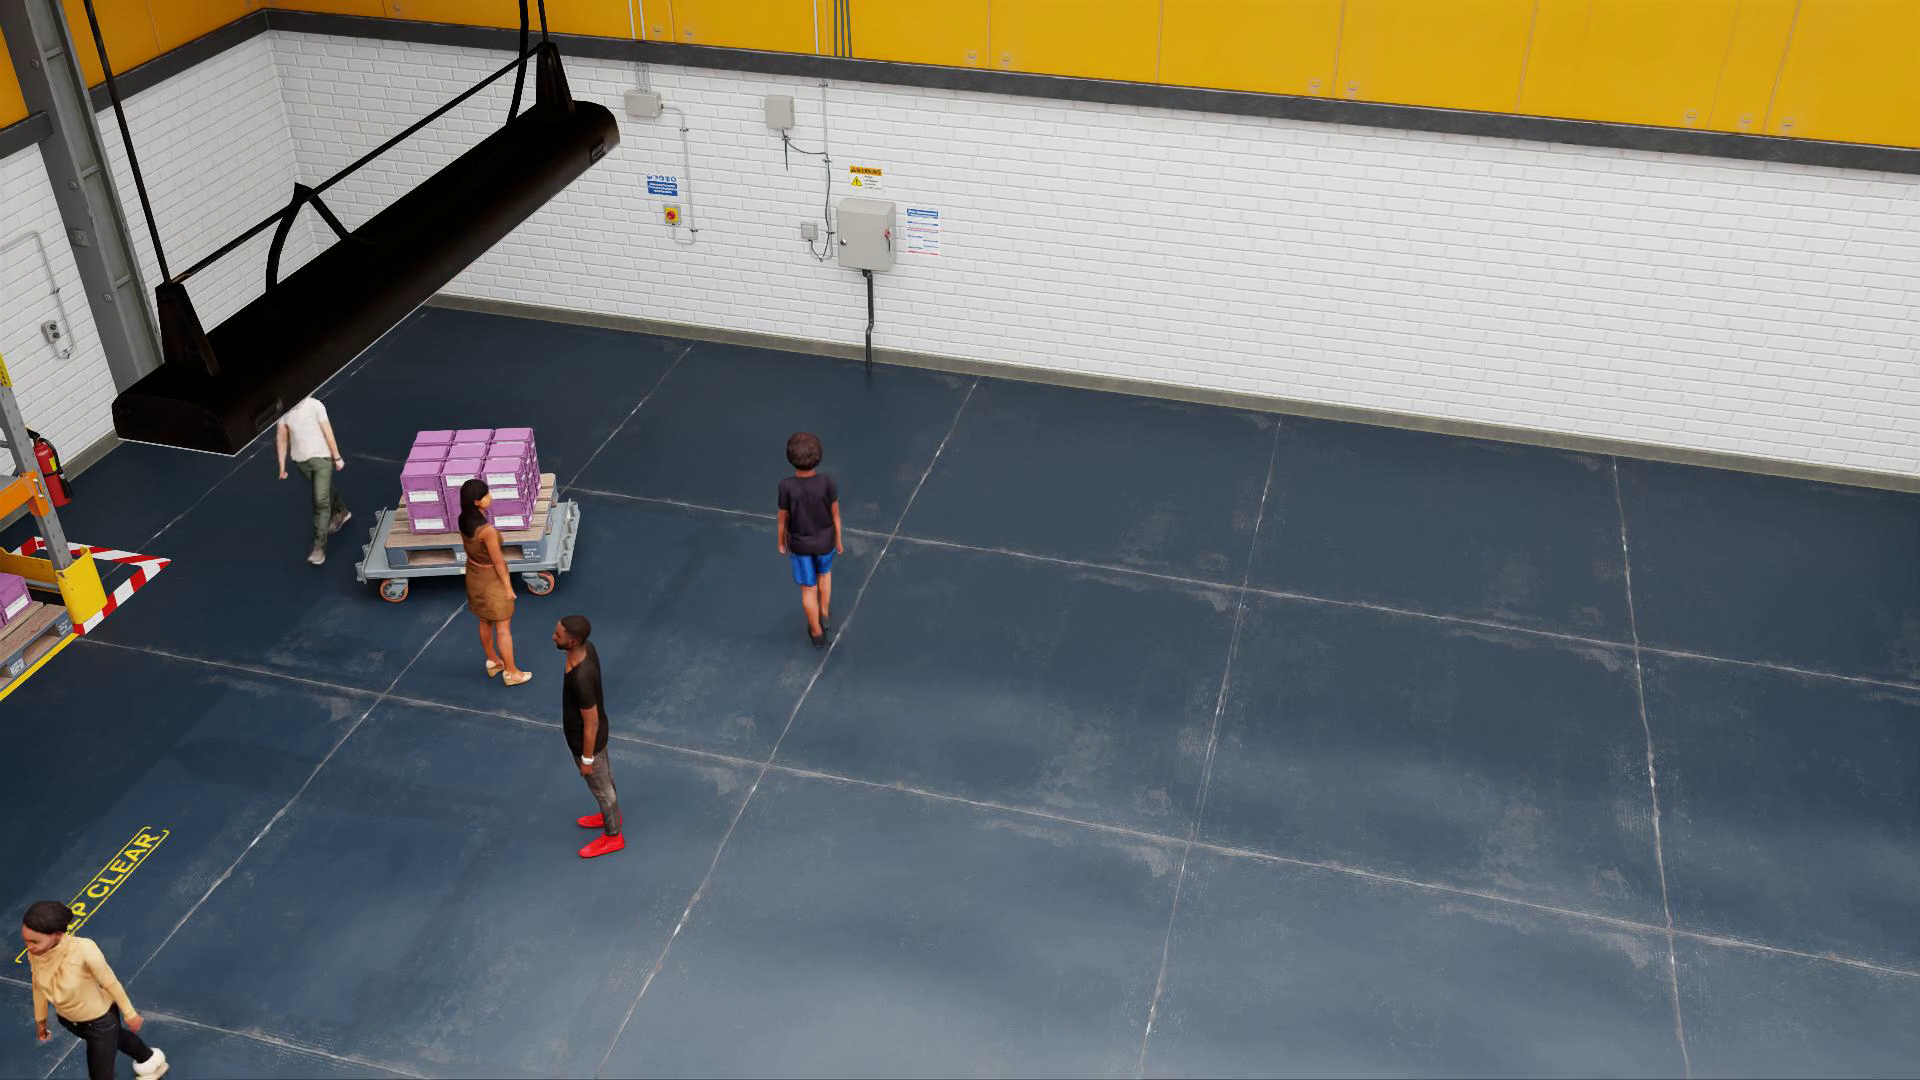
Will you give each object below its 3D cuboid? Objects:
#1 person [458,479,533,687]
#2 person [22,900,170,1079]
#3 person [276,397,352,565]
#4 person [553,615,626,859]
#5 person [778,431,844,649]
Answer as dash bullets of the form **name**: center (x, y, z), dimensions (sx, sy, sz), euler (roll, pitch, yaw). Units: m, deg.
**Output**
- **person**: center (-3.391, 0.312, 11.964), dimensions (0.640, 1.685, 0.651), euler (28, 43, 35)
- **person**: center (-4.541, 2.460, 8.794), dimensions (0.637, 1.617, 1.049), euler (9, 35, 13)
- **person**: center (-5.229, -0.677, 13.528), dimensions (0.775, 1.600, 1.192), euler (3, 34, 4)
- **person**: center (-2.333, 1.213, 10.500), dimensions (0.772, 1.806, 0.637), euler (-7, 34, -11)
- **person**: center (-1.080, 0.050, 12.264), dimensions (0.794, 1.789, 0.855), euler (-9, 35, -13)
